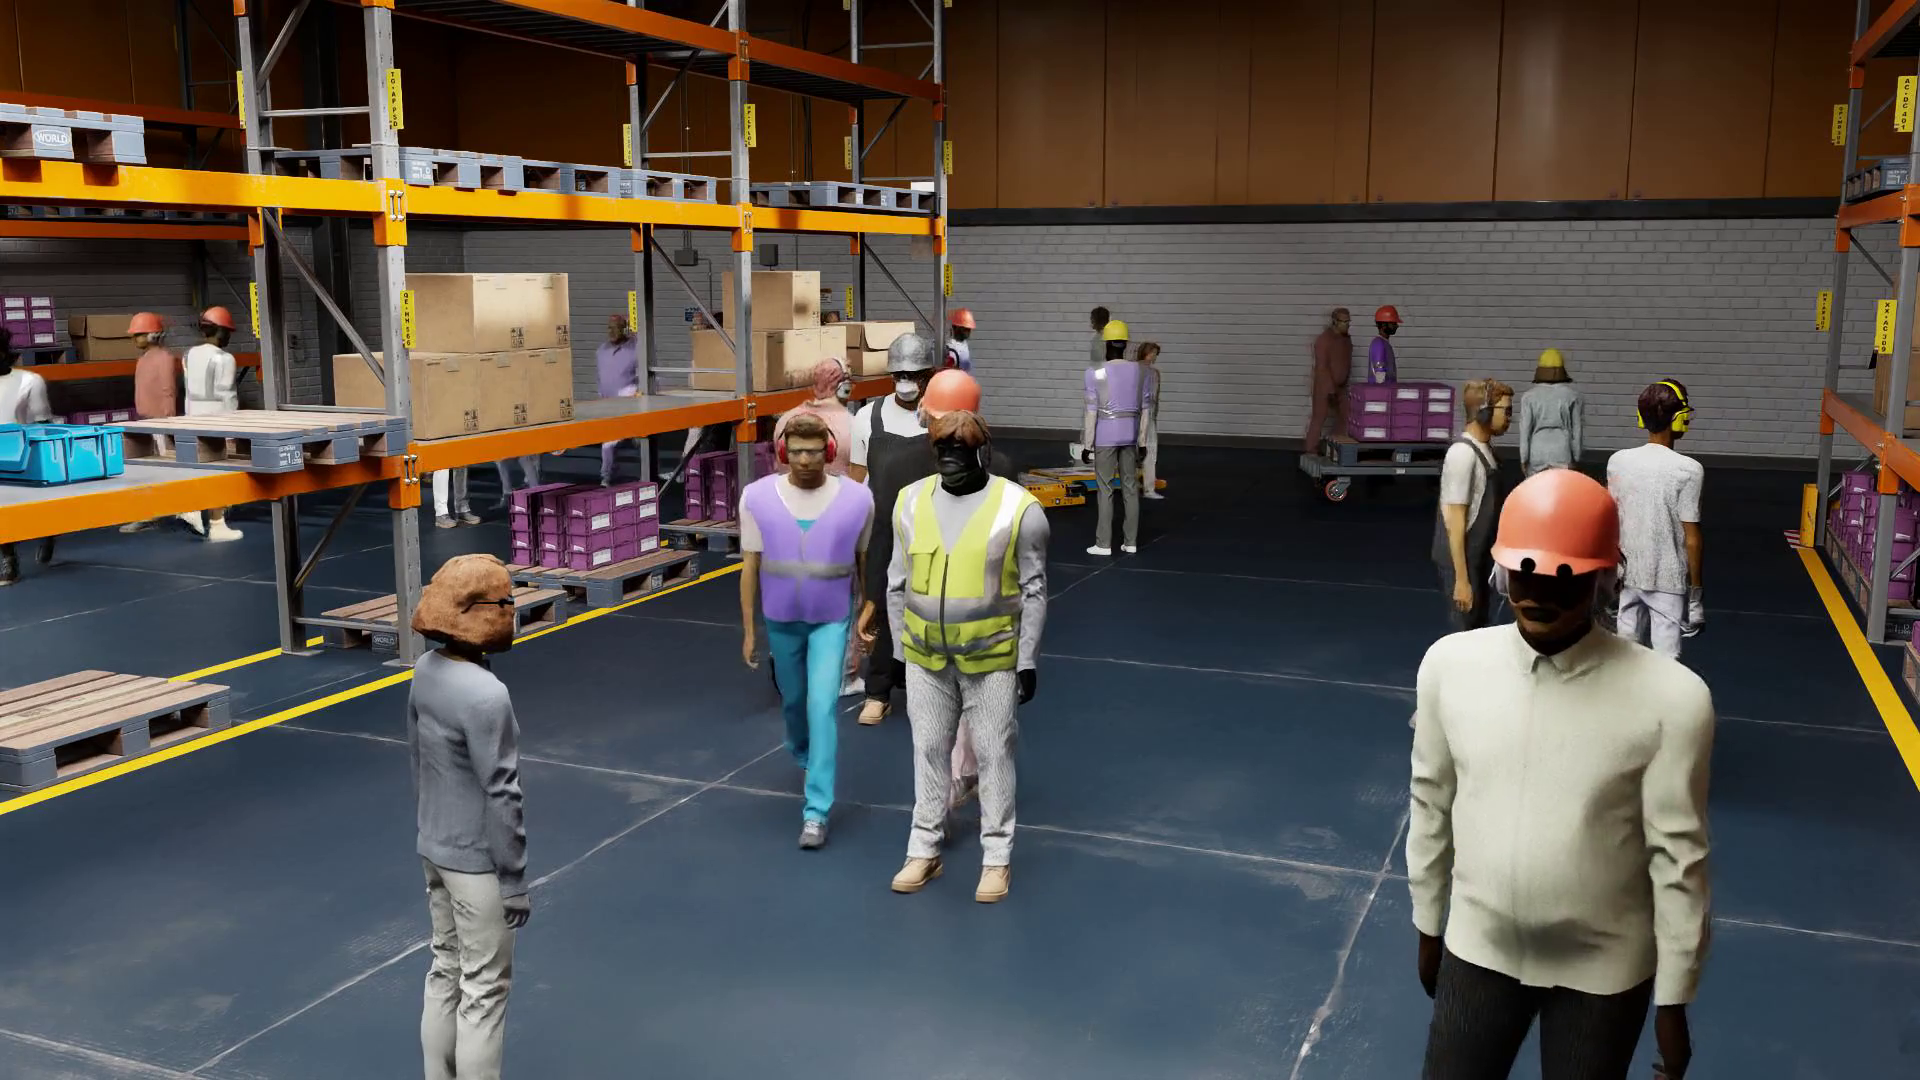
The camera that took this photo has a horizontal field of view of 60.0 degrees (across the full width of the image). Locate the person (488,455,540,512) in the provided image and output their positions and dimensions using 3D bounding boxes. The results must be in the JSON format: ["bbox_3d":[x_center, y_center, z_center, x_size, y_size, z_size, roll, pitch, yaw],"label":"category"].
[{"bbox_3d":[-4.280,-1.096,15.775,0.615,1.729,0.553,-4,10,-22],"label":"person"}]

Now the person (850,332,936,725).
[{"bbox_3d":[-0.245,-0.043,8.505,0.687,2.000,0.535,1,9,7],"label":"person"}]

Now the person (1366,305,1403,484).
[{"bbox_3d":[4.611,-1.579,18.122,0.354,1.939,0.544,2,10,14],"label":"person"}]

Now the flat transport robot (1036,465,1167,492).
[{"bbox_3d":[1.387,-0.636,17.447,1.431,0.197,0.652,-4,10,-25],"label":"flat transport robot"}]

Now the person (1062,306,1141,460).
[{"bbox_3d":[1.780,-1.873,20.085,1.018,1.891,0.648,4,10,24],"label":"person"}]

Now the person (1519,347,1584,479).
[{"bbox_3d":[4.738,-0.683,13.362,0.487,1.715,0.755,3,10,19],"label":"person"}]

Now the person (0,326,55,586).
[{"bbox_3d":[-7.129,-0.661,12.539,0.615,1.943,0.727,-2,10,-11],"label":"person"}]

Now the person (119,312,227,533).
[{"bbox_3d":[-7.097,-1.059,14.921,0.617,1.973,0.864,8,12,39],"label":"person"}]

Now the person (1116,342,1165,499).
[{"bbox_3d":[1.764,-1.230,17.038,0.534,1.607,0.738,-7,12,-38],"label":"person"}]

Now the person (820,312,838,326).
[{"bbox_3d":[-1.513,-1.706,19.184,0.429,1.842,0.637,3,10,15],"label":"person"}]

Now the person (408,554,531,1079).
[{"bbox_3d":[-1.269,0.843,4.366,0.271,1.631,0.507,-8,12,-39],"label":"person"}]

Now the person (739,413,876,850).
[{"bbox_3d":[-0.636,0.327,7.089,0.569,1.786,0.980,0,9,0],"label":"person"}]

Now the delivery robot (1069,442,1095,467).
[{"bbox_3d":[1.551,-0.956,18.246,0.707,0.478,0.477,0,9,0],"label":"delivery robot"}]

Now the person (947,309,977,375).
[{"bbox_3d":[0.041,-1.558,18.140,0.938,1.885,0.545,5,11,27],"label":"person"}]

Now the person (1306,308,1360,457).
[{"bbox_3d":[4.474,-1.782,19.558,0.652,1.865,0.899,-8,12,-40],"label":"person"}]

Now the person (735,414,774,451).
[{"bbox_3d":[-2.122,-1.313,17.054,0.527,1.761,0.330,6,11,32],"label":"person"}]

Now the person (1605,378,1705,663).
[{"bbox_3d":[3.098,0.220,7.415,0.328,1.876,0.513,-6,11,-31],"label":"person"}]

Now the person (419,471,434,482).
[{"bbox_3d":[-5.941,-1.572,18.299,0.603,1.862,0.599,-5,10,-26],"label":"person"}]

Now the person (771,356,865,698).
[{"bbox_3d":[-0.728,-0.047,8.985,0.657,1.885,0.594,6,11,32],"label":"person"}]

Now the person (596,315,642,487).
[{"bbox_3d":[-3.543,-1.444,17.547,0.654,1.866,0.969,3,10,16],"label":"person"}]

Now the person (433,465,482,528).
[{"bbox_3d":[-4.605,-1.058,15.125,0.337,1.882,0.584,6,11,31],"label":"person"}]

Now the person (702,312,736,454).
[{"bbox_3d":[-2.393,-1.291,16.450,0.392,1.914,0.587,4,10,21],"label":"person"}]

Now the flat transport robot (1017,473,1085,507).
[{"bbox_3d":[0.591,-0.516,16.720,0.652,0.197,1.431,-5,11,-29],"label":"flat transport robot"}]

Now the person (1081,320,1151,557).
[{"bbox_3d":[1.262,-0.823,13.570,0.594,1.926,0.366,-4,10,-22],"label":"person"}]

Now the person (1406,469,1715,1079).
[{"bbox_3d":[1.194,0.834,3.396,0.619,1.980,0.455,6,11,34],"label":"person"}]

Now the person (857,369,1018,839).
[{"bbox_3d":[-0.089,0.262,6.948,0.628,1.934,0.975,4,10,23],"label":"person"}]

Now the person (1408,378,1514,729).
[{"bbox_3d":[2.438,0.138,8.081,0.442,1.834,0.554,5,11,27],"label":"person"}]

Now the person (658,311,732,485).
[{"bbox_3d":[-2.835,-1.506,17.866,0.917,1.870,0.664,-2,10,-11],"label":"person"}]

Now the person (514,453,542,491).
[{"bbox_3d":[-4.515,-1.384,17.255,0.404,1.835,0.588,-3,10,-17],"label":"person"}]

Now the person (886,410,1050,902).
[{"bbox_3d":[0.012,0.433,6.223,0.623,1.844,0.430,3,10,20],"label":"person"}]

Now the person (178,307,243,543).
[{"bbox_3d":[-6.380,-0.979,14.243,0.654,2.016,0.526,6,11,31],"label":"person"}]
